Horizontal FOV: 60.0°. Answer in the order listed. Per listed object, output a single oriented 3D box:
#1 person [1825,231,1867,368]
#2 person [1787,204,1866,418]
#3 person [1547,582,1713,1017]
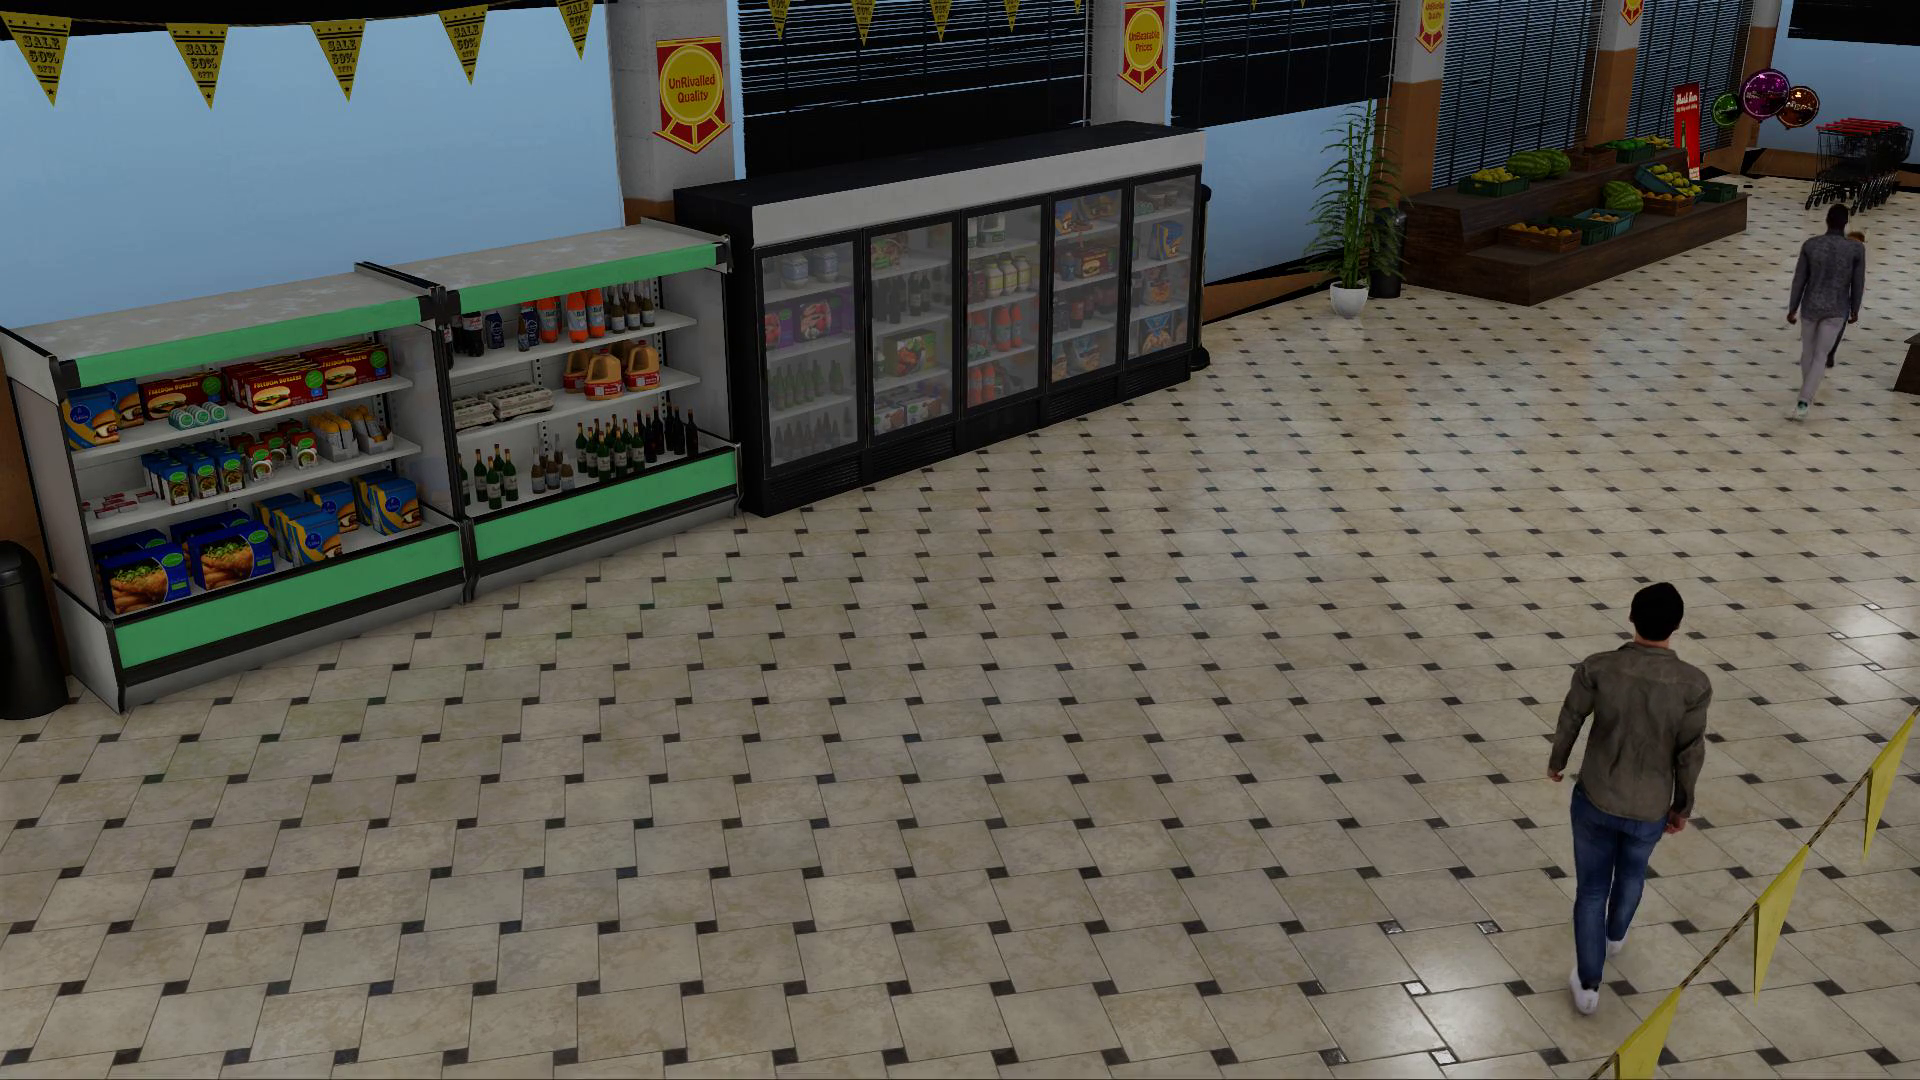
[{"bbox_3d":[8.413,-2.303,15.856,0.531,1.303,0.574,12,25,27],"label":"person"},{"bbox_3d":[7.377,-1.917,14.233,0.838,1.798,1.235,14,26,31],"label":"person"},{"bbox_3d":[2.659,1.090,6.691,0.974,1.840,1.098,6,23,14],"label":"person"}]
